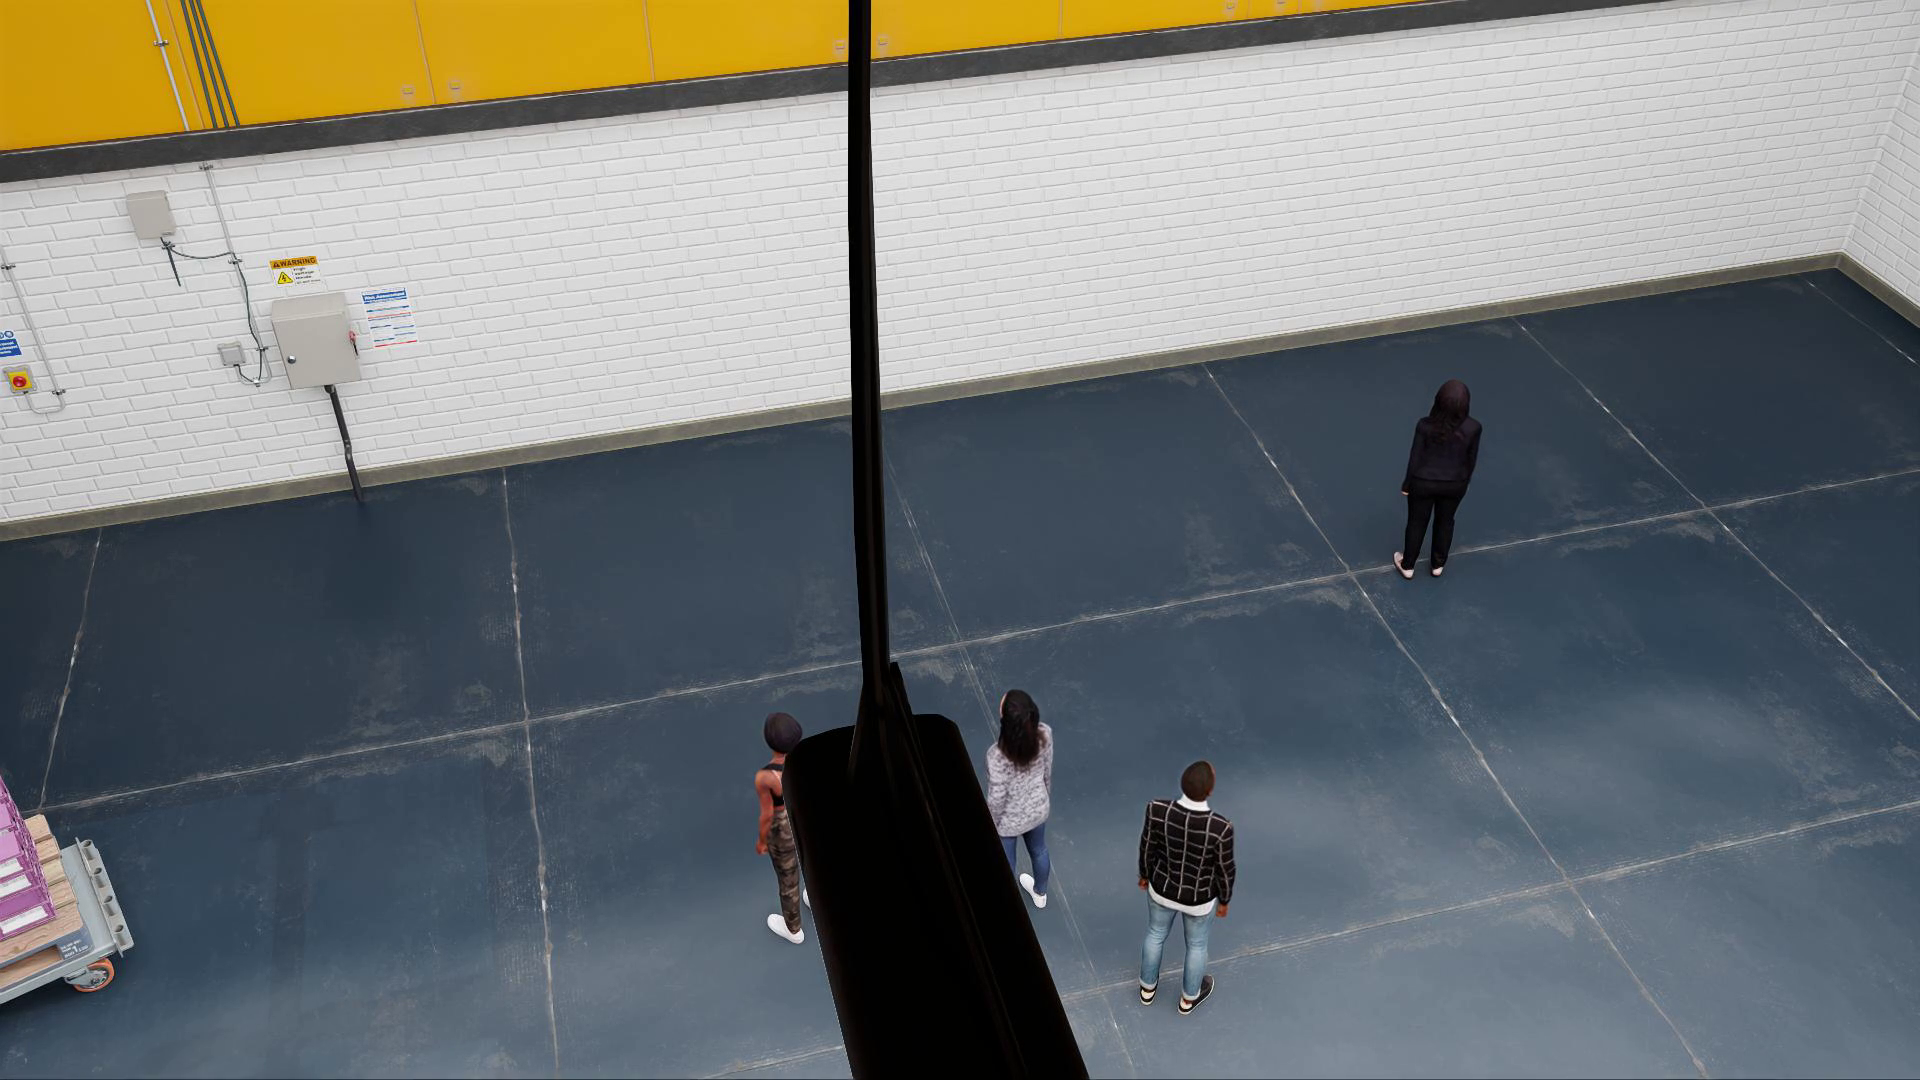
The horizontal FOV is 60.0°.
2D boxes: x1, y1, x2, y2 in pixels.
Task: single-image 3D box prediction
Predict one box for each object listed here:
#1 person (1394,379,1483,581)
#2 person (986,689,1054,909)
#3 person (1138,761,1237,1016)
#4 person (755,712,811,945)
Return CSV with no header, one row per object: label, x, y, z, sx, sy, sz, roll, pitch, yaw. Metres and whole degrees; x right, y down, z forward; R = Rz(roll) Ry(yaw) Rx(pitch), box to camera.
person,3.376,-0.417,11.765,0.711,1.616,0.689,-2,39,-2
person,0.324,1.499,9.273,0.675,1.732,0.647,-25,45,-28
person,1.173,1.840,8.775,0.746,1.821,0.770,14,41,17
person,-0.927,1.583,9.194,0.658,1.700,0.672,-30,47,-32
